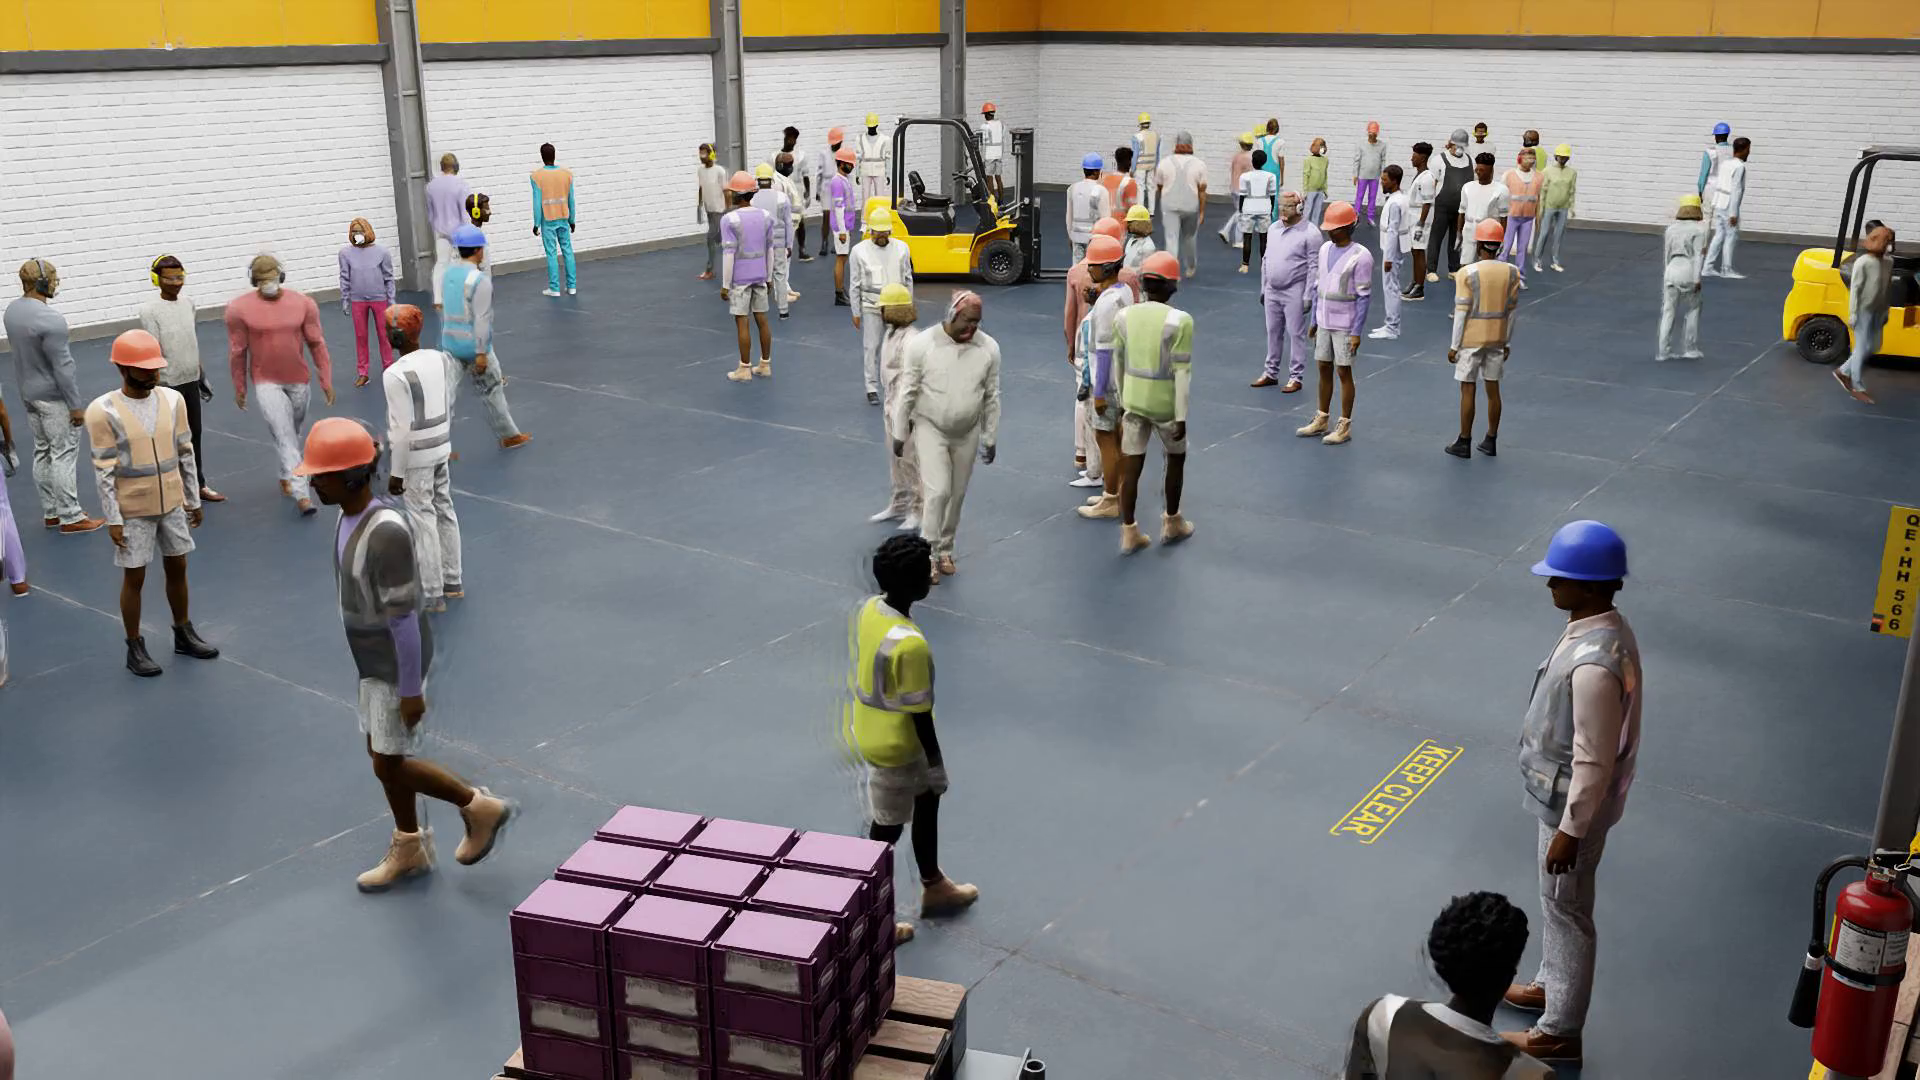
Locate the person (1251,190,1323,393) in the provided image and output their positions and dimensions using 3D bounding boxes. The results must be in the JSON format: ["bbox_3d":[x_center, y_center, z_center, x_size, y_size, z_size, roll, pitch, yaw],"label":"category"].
[{"bbox_3d":[3.112,-2.368,15.880,0.408,1.909,0.638,-15,23,-39],"label":"person"}]

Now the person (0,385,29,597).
[{"bbox_3d":[-6.079,-0.528,10.207,0.516,1.861,0.325,-10,20,-29],"label":"person"}]

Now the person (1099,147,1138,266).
[{"bbox_3d":[2.000,-3.948,20.819,1.006,1.913,0.639,-12,21,-33],"label":"person"}]

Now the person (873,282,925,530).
[{"bbox_3d":[-0.419,-0.932,11.669,0.343,1.750,0.491,-7,19,-21],"label":"person"}]

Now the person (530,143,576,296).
[{"bbox_3d":[-5.166,-4.079,21.217,0.597,1.915,0.370,-16,23,-40],"label":"person"}]

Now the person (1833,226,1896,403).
[{"bbox_3d":[8.508,-2.130,15.596,0.514,1.629,0.501,-8,19,-23],"label":"person"}]

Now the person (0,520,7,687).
[{"bbox_3d":[-5.192,0.025,8.502,0.573,1.849,0.952,-7,19,-21],"label":"person"}]

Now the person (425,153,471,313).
[{"bbox_3d":[-6.182,-3.743,20.252,0.648,1.876,1.028,5,18,15],"label":"person"}]

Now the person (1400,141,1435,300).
[{"bbox_3d":[5.758,-4.004,20.899,0.366,1.967,0.603,2,18,7],"label":"person"}]

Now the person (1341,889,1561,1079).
[{"bbox_3d":[1.026,1.630,3.800,0.905,1.648,0.551,-14,22,-36],"label":"person"}]

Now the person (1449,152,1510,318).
[{"bbox_3d":[6.086,-3.545,19.465,0.611,1.964,0.364,16,24,41],"label":"person"}]

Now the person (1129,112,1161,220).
[{"bbox_3d":[3.184,-6.468,28.829,0.599,1.827,0.403,-11,21,-30],"label":"person"}]

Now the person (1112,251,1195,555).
[{"bbox_3d":[1.348,-0.933,11.205,0.629,2.014,0.836,13,22,35],"label":"person"}]

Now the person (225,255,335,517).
[{"bbox_3d":[-4.913,-1.134,12.079,0.652,1.875,1.044,-12,21,-32],"label":"person"}]

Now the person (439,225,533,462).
[{"bbox_3d":[-3.998,-1.583,13.462,0.617,1.891,1.017,12,21,33],"label":"person"}]

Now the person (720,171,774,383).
[{"bbox_3d":[-2.090,-2.570,16.285,0.361,2.047,0.614,17,24,42],"label":"person"}]

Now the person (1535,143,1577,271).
[{"bbox_3d":[8.319,-4.633,23.193,0.530,1.768,0.323,-2,18,-6],"label":"person"}]

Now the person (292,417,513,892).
[{"bbox_3d":[-2.282,0.482,6.761,0.615,2.033,0.648,-12,22,-34],"label":"person"}]

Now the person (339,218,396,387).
[{"bbox_3d":[-5.723,-2.300,16.110,0.507,1.632,0.268,-3,18,-10],"label":"person"}]

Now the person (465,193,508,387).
[{"bbox_3d":[-4.627,-2.412,16.098,0.331,1.864,0.505,-5,18,-16],"label":"person"}]

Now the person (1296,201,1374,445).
[{"bbox_3d":[3.145,-1.817,13.951,0.389,2.034,0.605,-10,20,-29],"label":"person"}]

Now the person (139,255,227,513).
[{"bbox_3d":[-5.671,-1.143,12.117,0.317,1.865,0.523,6,19,17],"label":"person"}]

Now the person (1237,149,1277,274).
[{"bbox_3d":[4.089,-4.521,22.952,0.540,1.698,0.316,-1,18,-2],"label":"person"}]

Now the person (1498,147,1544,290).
[{"bbox_3d":[7.270,-4.180,21.651,0.570,1.840,0.373,-2,18,-6],"label":"person"}]

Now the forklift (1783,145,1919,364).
[{"bbox_3d":[9.803,-2.879,17.013,2.313,2.155,1.214,12,21,33],"label":"forklift"}]

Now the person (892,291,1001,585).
[{"bbox_3d":[-0.047,-0.648,10.572,0.701,1.866,0.645,-6,19,-19],"label":"person"}]

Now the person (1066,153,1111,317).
[{"bbox_3d":[1.511,-3.520,19.416,0.614,1.946,0.390,16,24,41],"label":"person"}]

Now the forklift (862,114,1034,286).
[{"bbox_3d":[-0.171,-4.594,22.377,2.313,2.155,1.214,1,18,3],"label":"forklift"}]

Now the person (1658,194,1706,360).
[{"bbox_3d":[7.579,-2.726,17.331,0.646,1.696,0.543,-9,20,-27],"label":"person"}]

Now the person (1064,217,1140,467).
[{"bbox_3d":[1.135,-1.544,13.162,0.623,1.991,0.390,8,19,24],"label":"person"}]

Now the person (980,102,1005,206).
[{"bbox_3d":[0.562,-6.994,30.341,0.545,1.919,0.422,-14,23,-38],"label":"person"}]
